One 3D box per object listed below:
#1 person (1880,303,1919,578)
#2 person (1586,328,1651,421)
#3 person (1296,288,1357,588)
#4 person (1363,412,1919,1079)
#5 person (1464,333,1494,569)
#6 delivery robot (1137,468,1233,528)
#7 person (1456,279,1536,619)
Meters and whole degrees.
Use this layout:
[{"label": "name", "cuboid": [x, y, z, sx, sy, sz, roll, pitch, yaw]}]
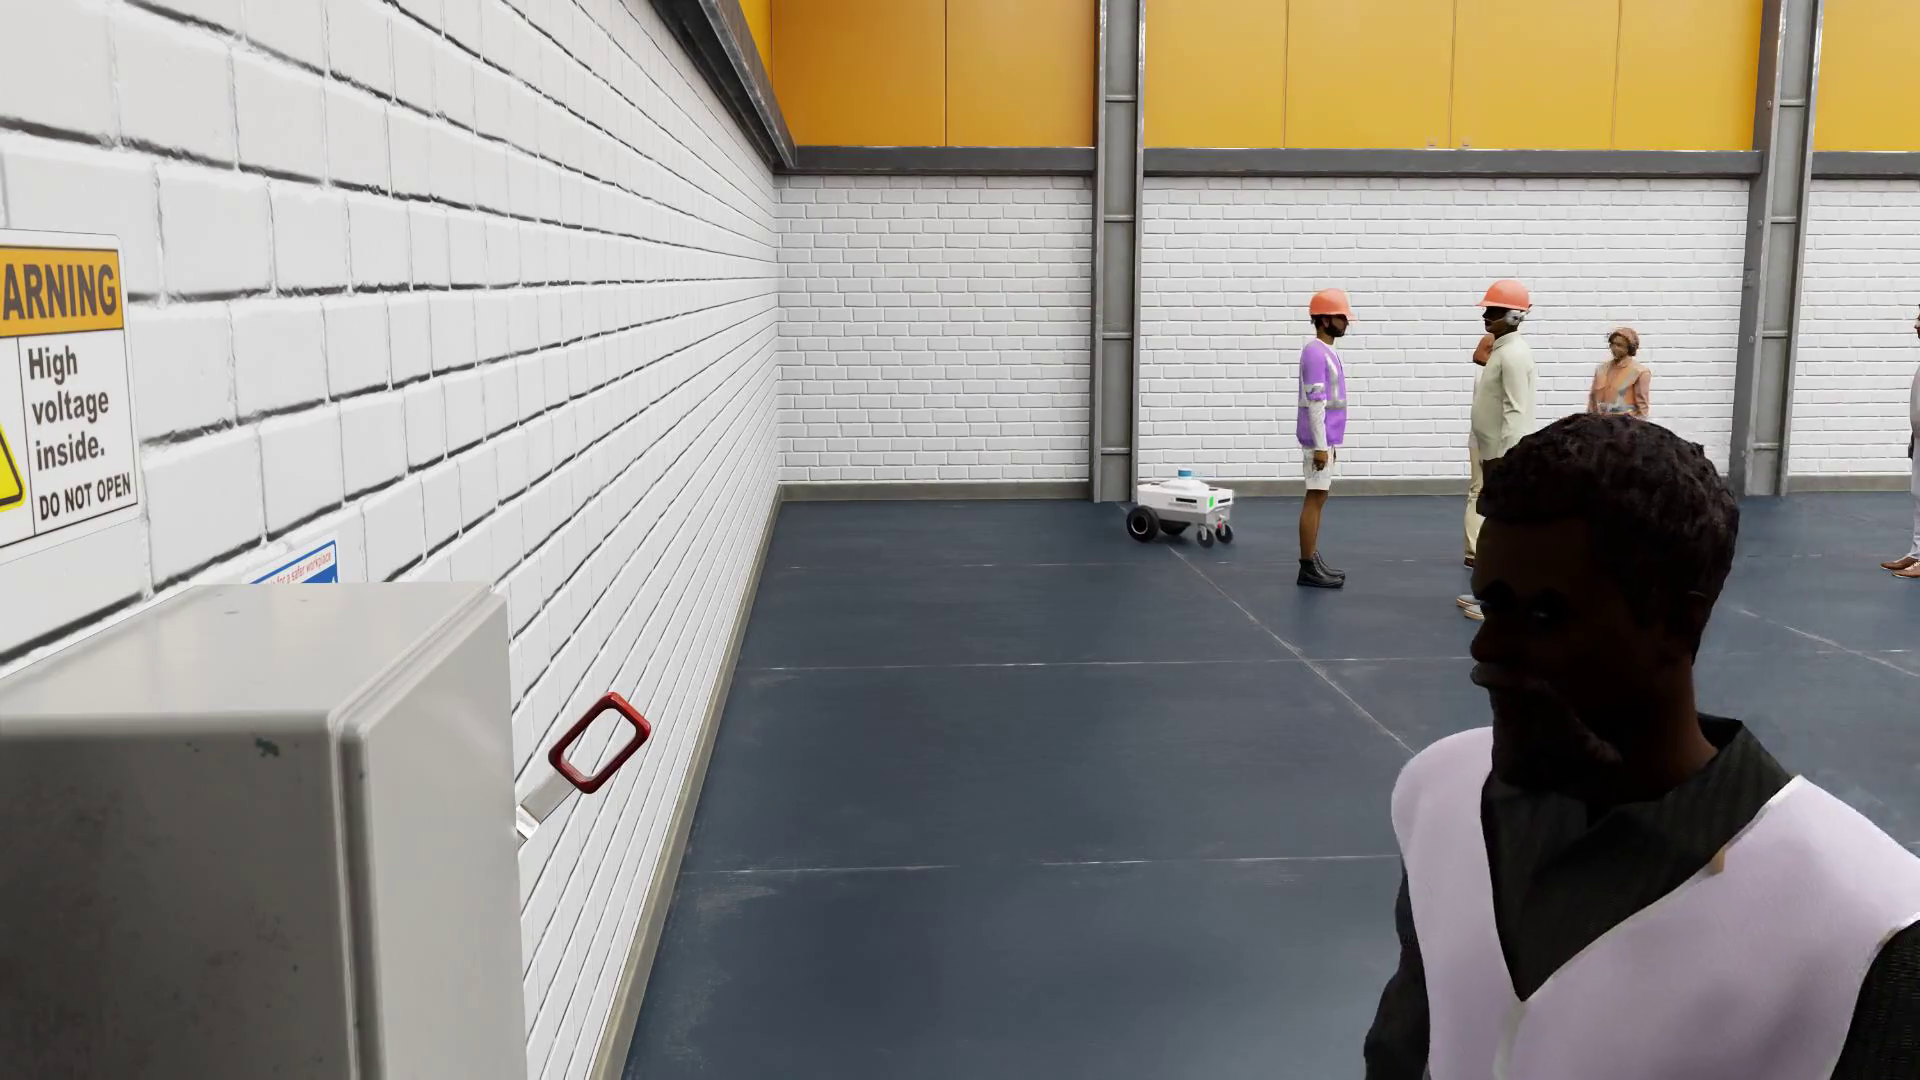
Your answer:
[{"label": "person", "cuboid": [6.473, -0.678, 11.152, 0.328, 1.872, 0.513, 3, 9, 16]}, {"label": "person", "cuboid": [4.975, -0.780, 12.578, 0.335, 1.625, 0.548, -3, 10, -20]}, {"label": "person", "cuboid": [2.393, -0.656, 10.832, 0.394, 1.938, 0.553, 3, 9, 17]}, {"label": "person", "cuboid": [0.573, 0.834, 1.551, 0.456, 1.904, 0.634, -4, 10, -24]}, {"label": "person", "cuboid": [3.650, -0.614, 11.475, 0.282, 1.636, 0.498, 4, 10, 26]}, {"label": "delivery robot", "cuboid": [1.698, -0.298, 12.586, 0.707, 0.478, 0.477, 7, 12, 39]}, {"label": "person", "cuboid": [3.188, -0.530, 9.822, 0.374, 1.997, 0.613, 2, 9, 11]}]
